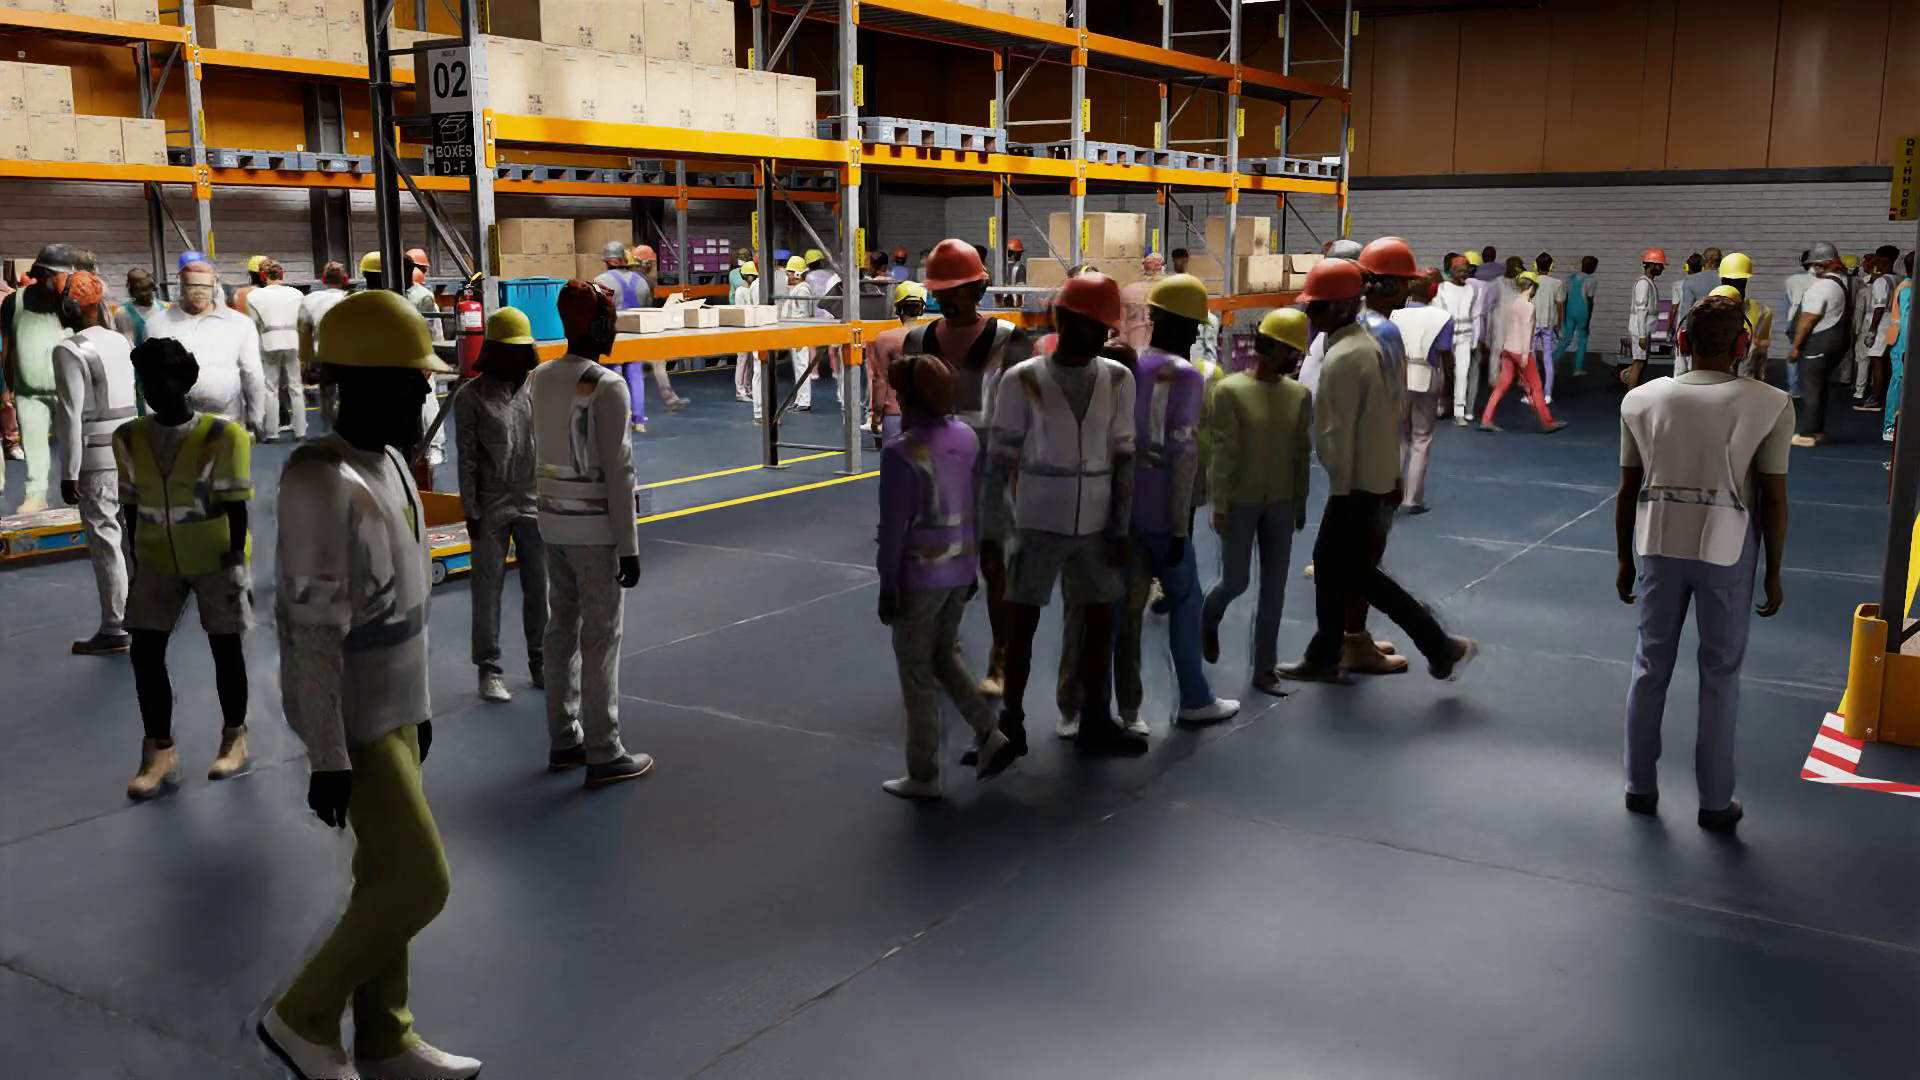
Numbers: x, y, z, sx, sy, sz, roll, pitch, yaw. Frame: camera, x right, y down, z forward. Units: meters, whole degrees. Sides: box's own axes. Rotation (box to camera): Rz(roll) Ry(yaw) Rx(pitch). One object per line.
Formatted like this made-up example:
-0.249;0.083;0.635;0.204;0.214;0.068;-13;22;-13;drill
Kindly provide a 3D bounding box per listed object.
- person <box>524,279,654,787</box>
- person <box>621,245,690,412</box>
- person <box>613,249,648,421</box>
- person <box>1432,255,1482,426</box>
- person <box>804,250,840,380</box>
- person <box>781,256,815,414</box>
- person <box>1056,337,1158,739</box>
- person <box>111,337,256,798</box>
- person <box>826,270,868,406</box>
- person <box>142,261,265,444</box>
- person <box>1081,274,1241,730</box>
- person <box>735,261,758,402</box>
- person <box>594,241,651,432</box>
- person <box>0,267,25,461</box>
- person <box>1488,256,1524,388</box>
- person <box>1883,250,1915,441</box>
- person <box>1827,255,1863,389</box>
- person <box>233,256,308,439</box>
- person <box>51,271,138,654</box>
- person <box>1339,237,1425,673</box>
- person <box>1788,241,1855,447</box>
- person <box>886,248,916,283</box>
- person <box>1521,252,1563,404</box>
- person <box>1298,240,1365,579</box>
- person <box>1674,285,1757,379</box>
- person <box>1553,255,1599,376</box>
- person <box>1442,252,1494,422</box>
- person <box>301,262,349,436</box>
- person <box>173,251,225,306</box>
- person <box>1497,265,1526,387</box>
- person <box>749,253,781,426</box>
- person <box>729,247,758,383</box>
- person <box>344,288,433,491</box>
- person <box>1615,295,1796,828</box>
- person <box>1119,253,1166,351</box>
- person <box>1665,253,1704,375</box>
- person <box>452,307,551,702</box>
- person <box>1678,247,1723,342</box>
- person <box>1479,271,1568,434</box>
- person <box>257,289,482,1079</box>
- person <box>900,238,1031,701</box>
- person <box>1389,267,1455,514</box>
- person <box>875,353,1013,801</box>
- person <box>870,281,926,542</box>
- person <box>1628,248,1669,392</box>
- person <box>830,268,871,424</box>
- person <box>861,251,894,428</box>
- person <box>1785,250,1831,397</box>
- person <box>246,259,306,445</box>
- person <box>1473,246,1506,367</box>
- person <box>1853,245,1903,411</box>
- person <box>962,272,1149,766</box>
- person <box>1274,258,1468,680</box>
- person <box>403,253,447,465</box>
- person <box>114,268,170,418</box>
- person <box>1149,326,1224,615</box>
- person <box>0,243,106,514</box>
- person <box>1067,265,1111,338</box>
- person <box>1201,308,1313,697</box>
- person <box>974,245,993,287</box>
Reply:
-1.392;-0.022;6.204;0.577;1.880;0.352;10;14;43;person
-3.637;-2.461;19.482;0.961;1.948;0.637;-8;13;-39;person
-3.730;-2.266;18.502;0.368;1.927;0.587;6;12;30;person
5.443;-2.207;18.353;0.584;1.864;0.697;0;10;3;person
-2.009;-3.272;24.233;0.413;1.885;0.828;10;14;43;person
-1.895;-2.393;19.466;0.403;1.833;0.586;-2;10;-10;person
0.605;-0.002;6.763;0.521;1.636;0.311;-1;10;-7;person
-2.843;0.106;6.073;0.541;1.672;0.645;0;10;-1;person
-1.286;-2.551;20.202;0.666;1.879;0.443;-8;13;-38;person
-4.537;-0.717;10.003;0.678;1.893;0.517;-5;11;-24;person
0.818;-0.135;6.812;0.875;1.874;0.623;-8;13;-38;person
-2.633;-2.599;20.822;0.340;1.757;0.518;4;11;21;person
-3.590;-2.146;17.522;0.558;2.000;0.758;10;14;43;person
-8.772;-1.639;15.099;0.399;1.903;0.643;7;12;34;person
7.500;-3.016;23.015;0.534;1.810;0.585;-3;11;-18;person
9.554;-1.956;16.810;0.391;1.920;0.593;6;12;29;person
12.094;-2.967;22.671;0.403;1.825;0.594;7;12;33;person
-7.168;-1.982;17.128;0.607;1.863;0.973;7;12;34;person
-4.230;-0.379;8.205;0.355;1.876;0.573;1;10;4;person
1.957;-0.393;7.845;0.398;2.039;0.610;-1;10;-3;person
8.457;-1.943;16.395;0.700;2.000;0.544;-9;14;-41;person
-1.063;-4.221;29.466;0.556;1.888;0.981;-1;10;-7;person
7.189;-2.619;20.620;0.526;1.869;0.315;2;10;12;person
2.296;-0.787;9.991;0.535;2.000;0.683;4;11;19;person
4.704;-0.712;10.400;0.488;1.743;0.319;9;14;42;person
9.082;-3.291;24.535;0.773;1.804;0.545;-9;13;-40;person
5.711;-2.306;18.836;0.593;1.879;0.877;0;10;1;person
-5.797;-1.662;15.462;0.600;1.817;0.619;-3;11;-16;person
-7.916;-2.060;17.411;0.686;1.913;0.583;2;10;13;person
7.678;-2.964;23.007;0.540;1.695;0.317;5;12;27;person
-2.140;-2.184;18.169;0.355;1.883;0.573;-1;10;-4;person
-2.979;-3.149;23.425;0.643;1.927;0.392;7;12;34;person
-4.283;-1.042;12.413;0.573;1.671;0.570;4;11;21;person
2.545;0.080;5.763;0.560;1.836;0.394;8;13;39;person
1.862;-1.825;16.159;0.636;1.900;0.400;2;10;12;person
8.652;-2.454;19.712;0.536;1.866;0.314;2;10;13;person
-1.962;-0.154;7.335;0.485;1.737;0.321;-8;13;-37;person
8.691;-2.429;19.367;0.635;1.938;0.359;1;10;3;person
5.916;-1.965;17.484;0.863;1.698;0.536;-1;10;-6;person
-1.343;0.387;3.833;0.418;1.911;0.615;-1;10;-4;person
0.008;-0.303;7.349;0.613;2.031;0.403;4;11;22;person
3.348;-1.086;12.234;0.587;1.829;0.439;9;14;41;person
-0.095;0.145;5.966;0.385;1.624;0.531;8;13;36;person
-0.344;-0.840;11.087;0.528;1.752;0.339;-5;11;-26;person
8.042;-2.442;19.476;0.387;1.930;0.543;6;12;28;person
-1.124;-2.184;18.107;0.599;1.909;0.401;-5;11;-25;person
-0.825;-2.116;17.731;0.597;1.909;0.405;-10;14;-44;person
10.997;-2.790;21.525;0.871;1.878;0.622;-7;12;-33;person
-6.762;-1.860;16.510;0.560;1.836;0.393;-9;14;-41;person
8.409;-3.712;26.510;0.627;1.933;0.367;-2;10;-12;person
10.960;-2.517;19.783;0.605;1.966;0.367;-9;14;-41;person
0.384;-0.056;6.379;0.814;1.914;0.401;-3;11;-17;person
1.850;-0.272;7.389;0.819;1.958;0.651;4;11;21;person
-4.932;-1.631;15.056;0.590;1.907;0.402;7;13;35;person
-6.558;-1.295;13.474;0.722;1.794;0.550;4;11;21;person
1.191;-0.422;9.045;0.543;1.648;0.858;0;10;-1;person
-6.773;-1.238;12.492;0.706;2.000;0.709;0;10;-2;person
0.763;-0.767;10.355;0.328;1.872;0.513;4;11;19;person
1.316;-0.186;7.523;0.530;1.730;0.574;-4;11;-19;person
0.290;-3.139;23.273;0.368;1.961;0.608;1;10;7;person
